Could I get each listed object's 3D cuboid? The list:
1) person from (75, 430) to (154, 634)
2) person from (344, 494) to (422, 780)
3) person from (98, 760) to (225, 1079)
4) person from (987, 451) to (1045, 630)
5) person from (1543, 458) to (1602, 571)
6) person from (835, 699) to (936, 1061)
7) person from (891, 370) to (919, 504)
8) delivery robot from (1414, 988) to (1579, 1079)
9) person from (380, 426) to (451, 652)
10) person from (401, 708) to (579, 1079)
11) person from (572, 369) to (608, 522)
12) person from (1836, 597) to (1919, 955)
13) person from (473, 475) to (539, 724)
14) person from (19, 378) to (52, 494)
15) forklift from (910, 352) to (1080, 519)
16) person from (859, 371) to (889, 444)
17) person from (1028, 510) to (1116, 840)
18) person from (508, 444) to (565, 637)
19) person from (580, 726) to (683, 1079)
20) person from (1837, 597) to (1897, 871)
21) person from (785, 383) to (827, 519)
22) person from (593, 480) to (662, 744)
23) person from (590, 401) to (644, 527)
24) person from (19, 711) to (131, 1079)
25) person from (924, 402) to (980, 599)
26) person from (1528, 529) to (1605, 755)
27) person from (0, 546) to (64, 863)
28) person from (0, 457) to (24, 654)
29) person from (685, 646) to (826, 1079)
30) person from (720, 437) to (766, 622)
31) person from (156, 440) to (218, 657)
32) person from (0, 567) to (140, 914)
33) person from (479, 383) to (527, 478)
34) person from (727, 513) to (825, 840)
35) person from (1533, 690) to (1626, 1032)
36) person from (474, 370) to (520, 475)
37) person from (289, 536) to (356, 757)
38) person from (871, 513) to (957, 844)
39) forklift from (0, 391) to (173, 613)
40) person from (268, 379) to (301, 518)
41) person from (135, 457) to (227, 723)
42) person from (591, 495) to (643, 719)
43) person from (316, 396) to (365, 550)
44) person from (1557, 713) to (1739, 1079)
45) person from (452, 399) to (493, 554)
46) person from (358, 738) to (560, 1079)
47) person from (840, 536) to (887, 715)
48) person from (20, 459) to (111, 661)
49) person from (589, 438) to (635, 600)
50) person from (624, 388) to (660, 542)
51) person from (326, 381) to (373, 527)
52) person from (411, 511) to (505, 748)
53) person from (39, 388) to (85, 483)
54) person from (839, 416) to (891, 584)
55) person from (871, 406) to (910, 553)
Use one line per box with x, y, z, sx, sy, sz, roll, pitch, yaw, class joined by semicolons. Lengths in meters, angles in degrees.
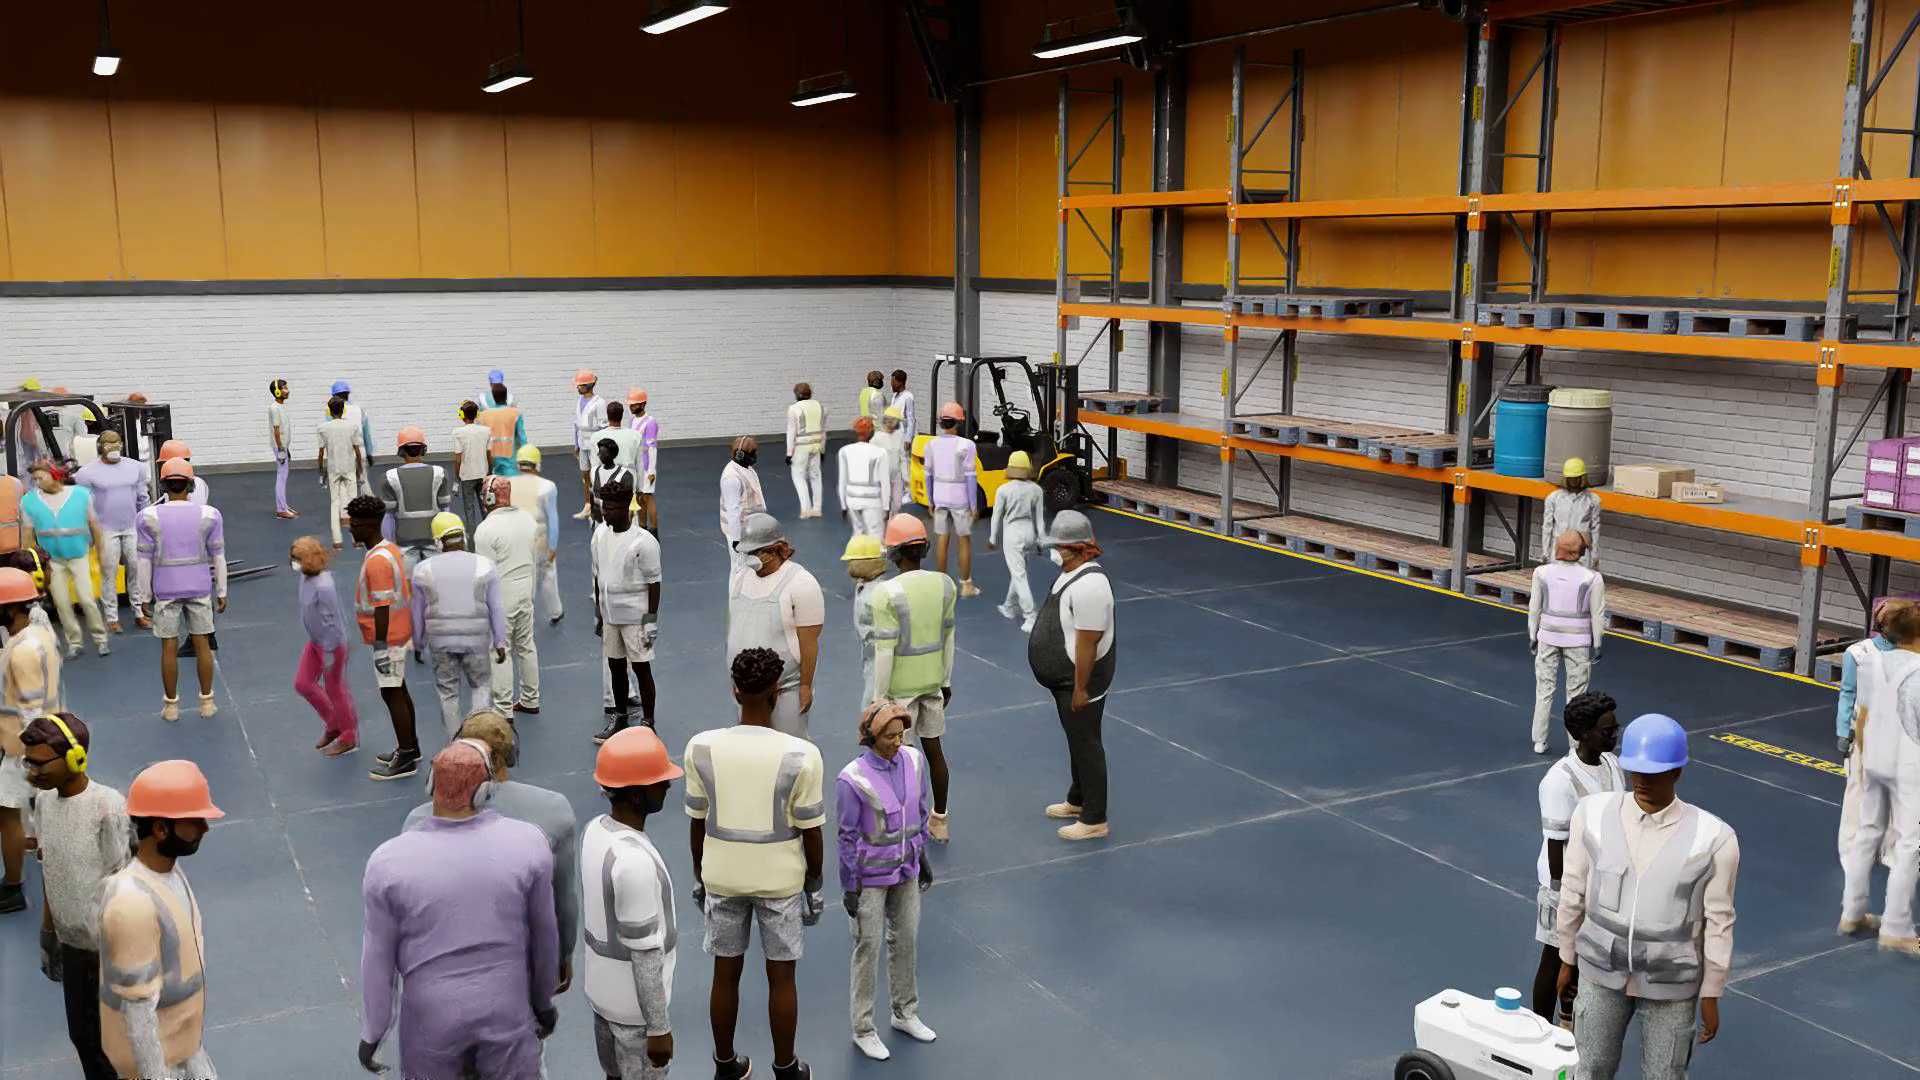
-7.937;-0.081;15.667;0.382;1.929;0.636;9;14;43;person
-3.948;0.653;11.377;0.395;1.954;0.620;-2;10;-14;person
-2.769;1.682;5.563;0.698;1.910;0.557;-2;10;-11;person
0.557;-0.006;15.912;0.496;1.691;0.934;-5;11;-27;person
5.533;0.125;15.052;0.507;1.732;0.365;2;10;14;person
-0.341;1.497;7.423;0.323;1.630;0.525;9;13;43;person
-0.800;-1.464;23.650;0.389;1.916;0.590;-4;11;-21;person
2.244;2.088;6.843;0.477;0.478;0.707;-9;13;-42;delivery robot
-4.884;-0.011;14.970;0.602;2.035;0.404;-4;11;-24;person
-1.724;1.570;6.165;0.641;1.928;0.386;-5;11;-28;person
-4.920;-1.248;22.063;0.605;2.037;0.394;8;13;40;person
4.797;1.216;8.515;0.343;1.821;0.566;-4;11;-21;person
-3.488;0.448;12.711;0.398;1.900;0.649;4;11;23;person
-13.416;-1.466;24.116;0.463;1.752;0.533;-10;14;-44;person
0.460;-1.461;22.833;2.313;2.155;1.214;-5;11;-28;forklift
-1.236;-1.571;24.481;0.429;1.844;0.626;-6;11;-31;person
0.684;0.802;10.247;0.536;2.000;0.688;-1;10;-4;person
-4.014;-0.006;15.619;0.587;1.779;0.908;0;10;-1;person
-1.142;1.606;5.911;0.362;1.939;0.543;-5;11;-29;person
5.296;1.127;9.559;0.524;1.631;0.316;0;10;0;person
-2.062;-1.195;22.385;0.661;1.830;0.489;-10;14;-44;person
-2.416;0.536;11.992;0.612;1.964;0.363;7;12;34;person
-3.825;-0.587;18.604;0.590;1.917;0.394;-4;11;-22;person
-3.362;1.563;6.407;0.533;1.855;0.346;5;11;27;person
-0.073;-0.406;17.212;0.630;2.036;0.402;6;12;31;person
4.284;0.737;11.780;0.523;1.636;0.311;7;12;35;person
-5.446;0.966;9.837;0.513;1.860;0.325;8;13;40;person
-8.567;0.071;14.776;0.370;1.929;0.585;3;10;18;person
-0.852;1.417;6.998;0.599;1.947;0.379;1;10;8;person
-2.077;-0.084;15.971;0.429;1.830;0.635;1;10;6;person
-6.880;0.074;14.764;0.389;1.930;0.544;1;10;5;person
-4.994;1.074;9.050;0.835;1.915;0.556;-4;11;-21;person
-5.938;-1.085;21.552;0.600;1.892;0.859;2;10;9;person
-1.177;0.819;10.148;0.686;2.000;0.535;7;12;35;person
2.721;1.486;7.291;0.535;1.700;0.318;-9;13;-41;person
-6.596;-1.472;23.762;0.642;1.889;1.014;-5;11;-26;person
-4.503;0.750;11.776;0.410;1.609;0.523;-9;13;-41;person
-0.305;0.853;9.951;0.614;2.039;0.394;-9;13;-42;person
-9.026;-0.363;16.508;1.214;2.155;2.313;6;11;29;forklift
-9.117;-1.228;22.414;0.328;1.876;0.514;-3;10;-16;person
-5.941;0.380;12.727;0.618;2.028;0.409;-6;11;-30;person
-2.618;0.468;12.814;0.403;1.819;0.601;1;10;6;person
-7.455;-0.804;20.041;0.516;1.858;0.336;-3;10;-18;person
2.478;1.573;6.070;0.602;1.949;0.387;7;12;34;person
-5.684;-0.703;19.402;0.319;1.870;0.521;10;14;44;person
-1.777;1.637;5.910;0.716;1.903;0.463;-5;11;-28;person
-0.562;0.819;11.092;0.459;1.715;0.513;-3;10;-16;person
-7.835;0.173;14.527;0.587;1.806;0.450;-3;10;-18;person
-3.570;-0.206;17.038;0.536;1.697;0.322;4;11;23;person
-3.919;-0.907;20.419;0.388;1.928;0.549;-8;13;-39;person
-8.025;-1.156;21.980;0.557;1.899;0.781;6;11;31;person
-3.477;0.698;11.539;0.626;1.796;0.419;-3;10;-15;person
-12.378;-1.255;23.042;0.591;1.703;0.891;0;10;-1;person
-1.030;-0.371;17.544;0.583;1.860;0.632;4;11;22;person
-0.880;-0.721;19.919;0.568;1.735;0.348;-9;14;-43;person
